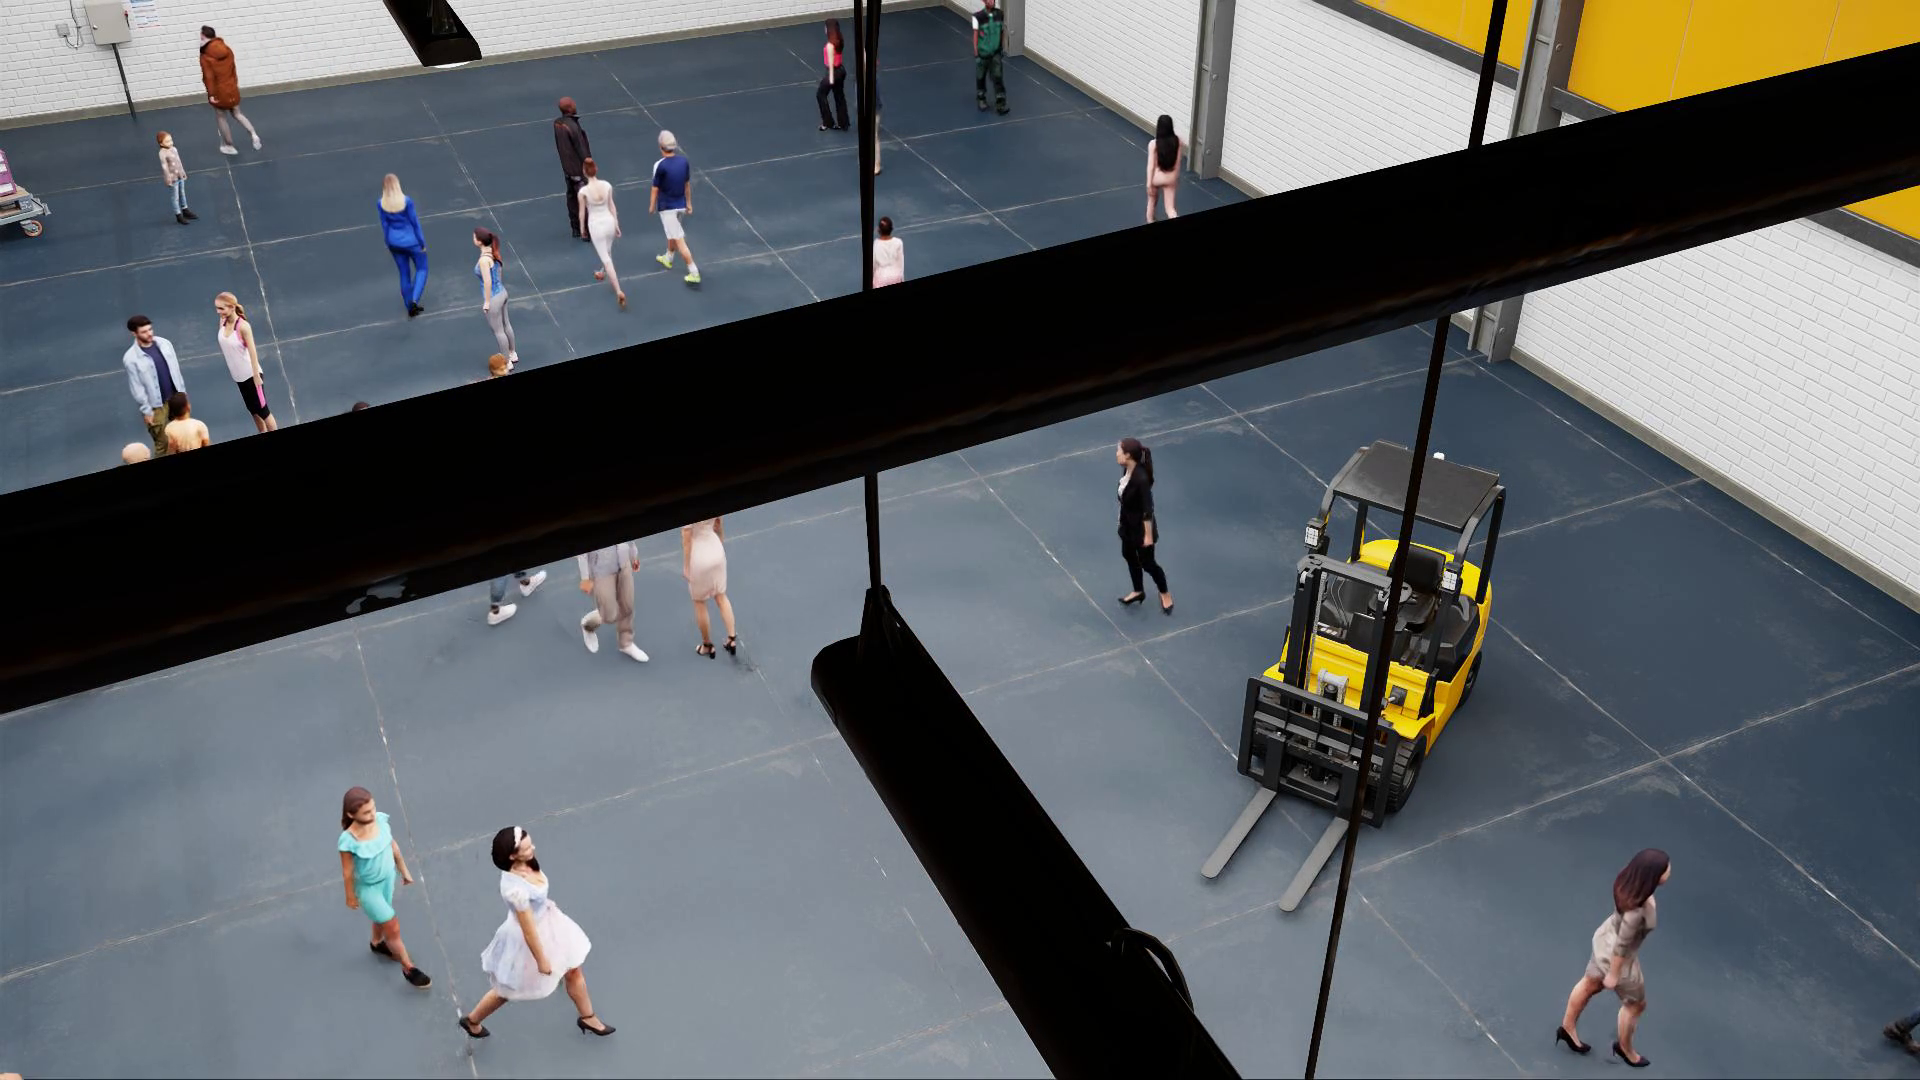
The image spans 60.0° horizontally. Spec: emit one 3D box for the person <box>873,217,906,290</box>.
[{"bbox_3d":[-0.809,-2.931,18.542,0.646,1.448,0.703,-3,34,-5],"label":"person"}]

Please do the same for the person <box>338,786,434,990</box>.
[{"bbox_3d":[-3.847,2.185,10.767,0.953,1.536,0.844,16,37,22],"label":"person"}]

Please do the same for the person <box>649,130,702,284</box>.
[{"bbox_3d":[-3.353,-3.898,19.684,1.263,1.795,0.991,24,41,32],"label":"person"}]

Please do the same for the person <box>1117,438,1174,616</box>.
[{"bbox_3d":[1.557,-0.099,14.120,0.790,1.627,0.699,-16,37,-23],"label":"person"}]

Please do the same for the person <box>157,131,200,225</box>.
[{"bbox_3d":[-10.119,-4.688,21.416,0.616,1.193,0.545,9,35,13],"label":"person"}]

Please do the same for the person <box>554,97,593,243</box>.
[{"bbox_3d":[-4.811,-4.647,20.784,0.695,1.825,0.841,27,42,34],"label":"person"}]

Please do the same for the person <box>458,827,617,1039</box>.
[{"bbox_3d":[-2.700,2.481,10.105,0.980,1.776,1.215,-3,34,-4],"label":"person"}]

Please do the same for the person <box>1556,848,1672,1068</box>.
[{"bbox_3d":[3.894,2.518,10.097,0.920,1.723,0.880,6,34,9],"label":"person"}]

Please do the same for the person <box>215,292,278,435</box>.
[{"bbox_3d":[-6.963,-1.626,16.273,0.619,1.788,0.737,21,39,28],"label":"person"}]

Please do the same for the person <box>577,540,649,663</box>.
[{"bbox_3d":[-2.910,0.172,13.520,0.974,1.841,0.909,24,40,31],"label":"person"}]

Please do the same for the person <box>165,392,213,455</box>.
[{"bbox_3d":[-6.933,-0.621,15.070,0.644,1.444,0.858,-8,35,-12],"label":"person"}]

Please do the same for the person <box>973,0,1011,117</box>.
[{"bbox_3d":[0.374,-7.249,24.723,0.720,1.798,1.124,-14,36,-19],"label":"person"}]

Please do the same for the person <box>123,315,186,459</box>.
[{"bbox_3d":[-7.582,-1.312,15.784,0.781,1.806,0.761,17,37,24],"label":"person"}]

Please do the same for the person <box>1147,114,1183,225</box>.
[{"bbox_3d":[2.544,-4.363,20.476,0.772,1.693,1.155,-8,34,-11],"label":"person"}]

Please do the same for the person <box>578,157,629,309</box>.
[{"bbox_3d":[-4.081,-3.477,19.092,0.685,1.750,1.120,-18,38,-25],"label":"person"}]

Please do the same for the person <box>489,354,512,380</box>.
[{"bbox_3d":[-4.472,-1.246,16.147,0.677,1.294,0.634,21,39,29],"label":"person"}]

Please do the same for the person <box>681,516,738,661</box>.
[{"bbox_3d":[-2.051,0.188,13.503,0.653,1.832,0.649,-28,42,-35],"label":"person"}]

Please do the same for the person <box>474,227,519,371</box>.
[{"bbox_3d":[-5.017,-2.608,17.912,0.711,1.608,0.616,4,34,6],"label":"person"}]

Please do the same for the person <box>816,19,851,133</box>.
[{"bbox_3d":[-1.746,-6.675,23.997,0.822,1.645,0.762,11,35,16],"label":"person"}]

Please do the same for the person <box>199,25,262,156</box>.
[{"bbox_3d":[-10.211,-6.244,23.188,1.101,1.824,1.001,17,37,23],"label":"person"}]

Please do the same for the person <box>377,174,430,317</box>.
[{"bbox_3d":[-6.331,-3.304,18.887,0.772,1.688,0.810,4,34,5],"label":"person"}]

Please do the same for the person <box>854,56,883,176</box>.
[{"bbox_3d":[-1.211,-5.828,22.701,0.868,1.670,0.546,-9,35,-13],"label":"person"}]
